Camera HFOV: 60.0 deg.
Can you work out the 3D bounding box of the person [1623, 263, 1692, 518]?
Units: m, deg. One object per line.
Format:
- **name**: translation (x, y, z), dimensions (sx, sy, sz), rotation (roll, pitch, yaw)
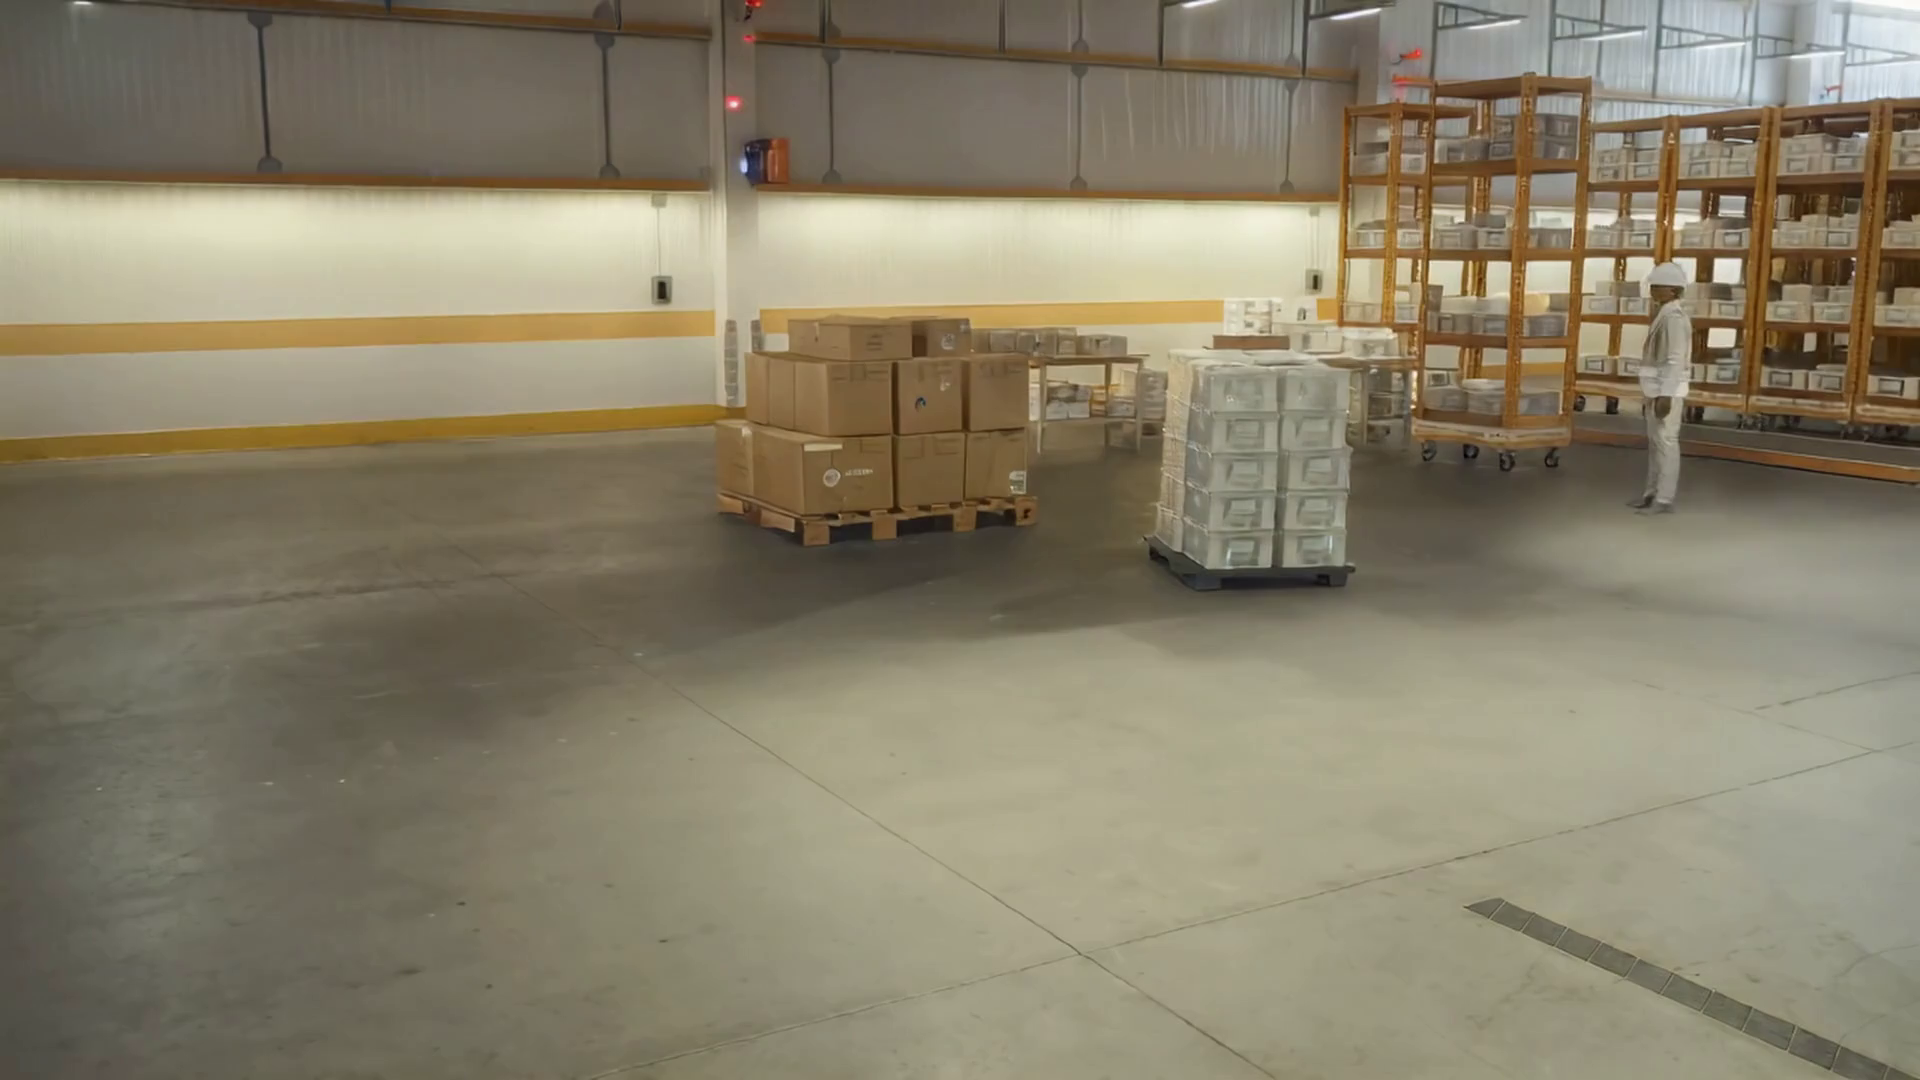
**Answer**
- **person**: translation (5.399, -1.144, 12.788), dimensions (0.386, 1.948, 0.601), rotation (2, 10, 11)
